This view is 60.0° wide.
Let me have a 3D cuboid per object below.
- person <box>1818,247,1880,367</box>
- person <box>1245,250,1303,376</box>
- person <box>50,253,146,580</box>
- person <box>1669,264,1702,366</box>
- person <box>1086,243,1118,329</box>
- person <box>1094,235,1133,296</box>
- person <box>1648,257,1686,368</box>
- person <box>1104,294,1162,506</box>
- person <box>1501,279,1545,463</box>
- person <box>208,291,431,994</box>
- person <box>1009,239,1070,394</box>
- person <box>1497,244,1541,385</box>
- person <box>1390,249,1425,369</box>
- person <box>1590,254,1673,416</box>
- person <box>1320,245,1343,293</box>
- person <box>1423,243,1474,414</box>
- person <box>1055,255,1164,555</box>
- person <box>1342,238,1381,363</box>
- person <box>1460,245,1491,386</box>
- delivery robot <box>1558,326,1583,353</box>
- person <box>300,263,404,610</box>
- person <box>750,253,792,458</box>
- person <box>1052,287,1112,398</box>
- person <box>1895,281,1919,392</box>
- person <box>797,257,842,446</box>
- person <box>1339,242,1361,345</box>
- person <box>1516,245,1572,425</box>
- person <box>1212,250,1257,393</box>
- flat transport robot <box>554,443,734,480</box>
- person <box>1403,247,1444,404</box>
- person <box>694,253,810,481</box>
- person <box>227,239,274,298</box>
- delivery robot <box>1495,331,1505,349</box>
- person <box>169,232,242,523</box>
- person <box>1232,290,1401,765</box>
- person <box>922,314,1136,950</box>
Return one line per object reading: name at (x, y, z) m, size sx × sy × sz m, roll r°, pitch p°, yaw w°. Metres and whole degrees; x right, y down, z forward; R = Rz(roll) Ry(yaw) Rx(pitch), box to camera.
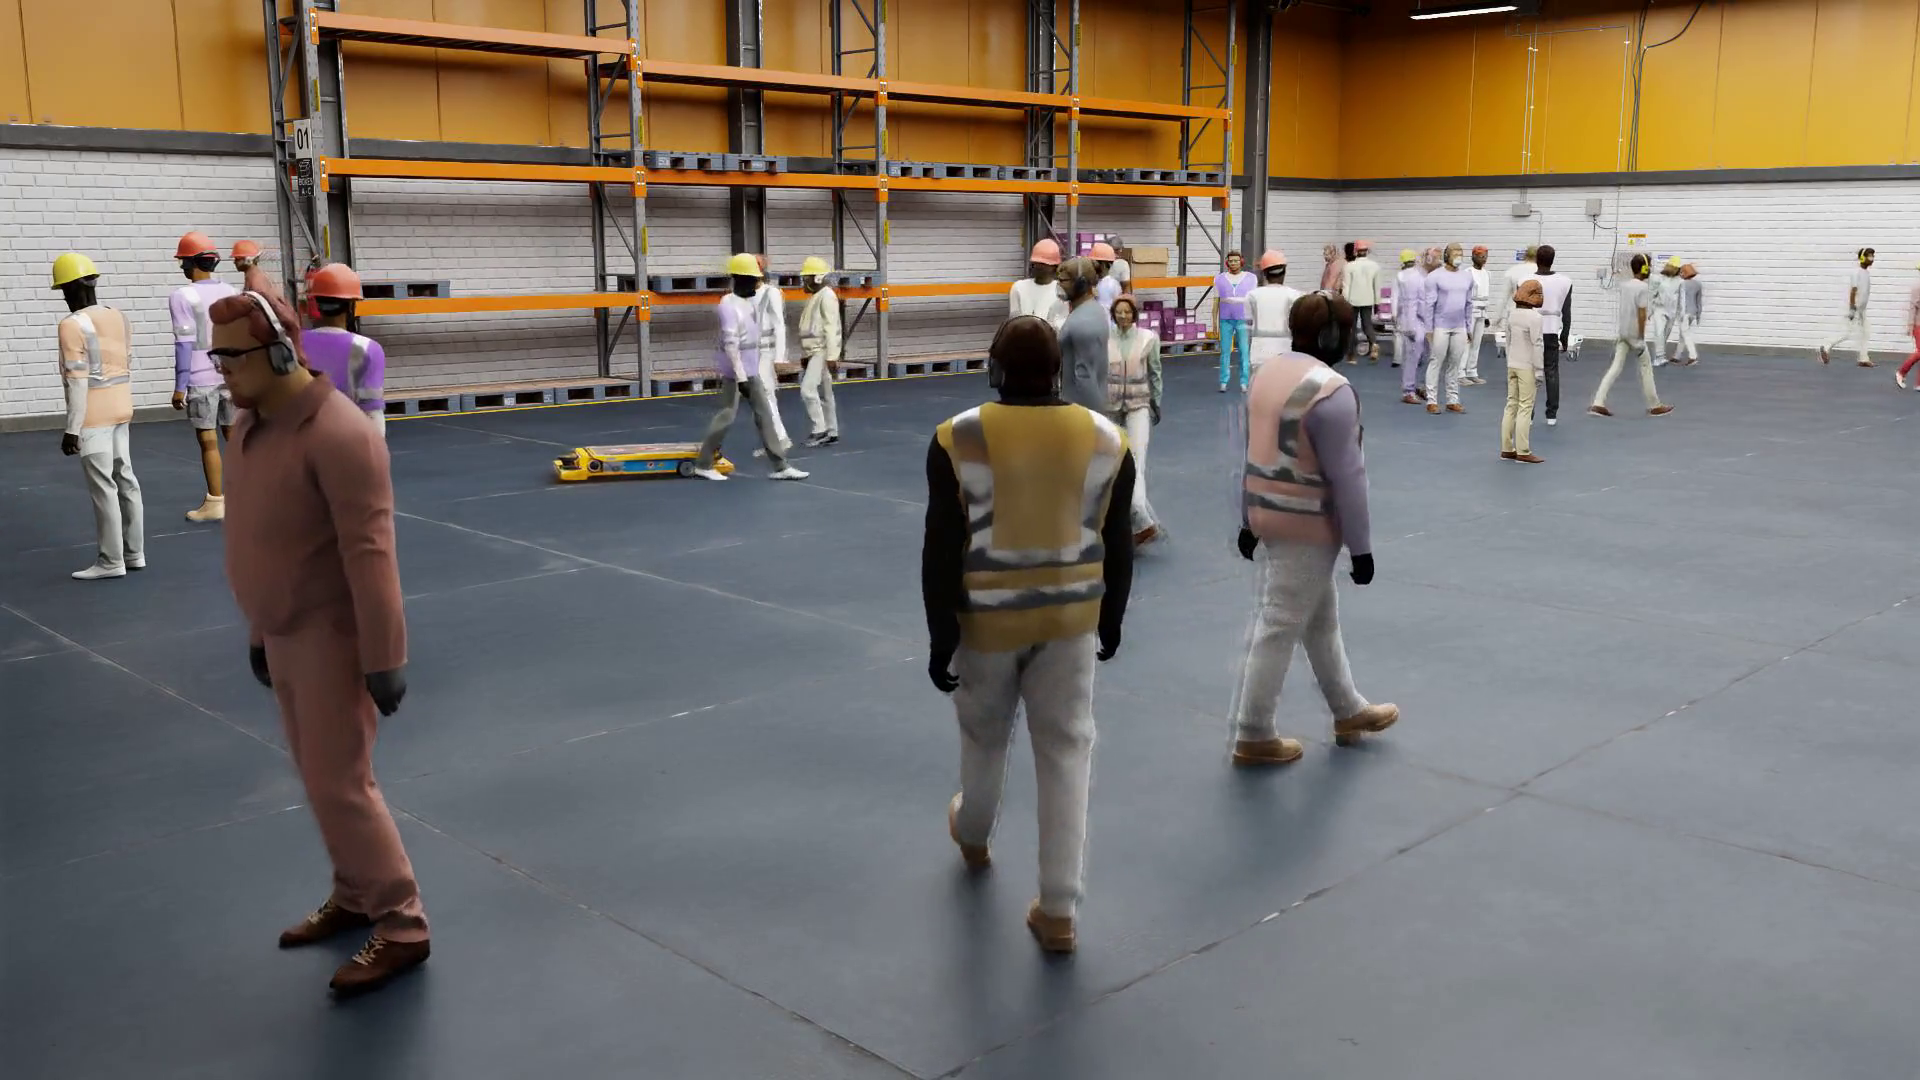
person at (13.816, -3.593, 25.696) m, size 0.521 × 1.847 × 0.804 m, roll -9°, pitch 14°, yaw -42°
person at (2.779, -1.588, 14.605) m, size 0.556 × 1.883 × 0.887 m, roll 5°, pitch 11°, yaw 23°
person at (-5.103, -0.722, 9.816) m, size 0.381 × 1.917 × 0.586 m, roll 1°, pitch 10°, yaw 4°
person at (11.357, -3.521, 25.984) m, size 0.488 × 1.589 × 0.839 m, roll -4°, pitch 11°, yaw -19°
person at (1.447, -2.061, 17.052) m, size 0.349 × 1.942 × 0.545 m, roll 1°, pitch 10°, yaw 7°
person at (2.318, -3.625, 25.312) m, size 0.685 × 2.000 × 0.692 m, roll -8°, pitch 13°, yaw -38°
person at (10.849, -3.485, 25.491) m, size 0.499 × 1.681 × 0.926 m, roll 1°, pitch 10°, yaw 6°
person at (1.141, -0.911, 11.677) m, size 0.550 × 1.600 × 0.805 m, roll 1°, pitch 10°, yaw 6°
person at (5.052, -1.505, 14.864) m, size 0.279 × 1.633 × 0.501 m, roll -3°, pitch 11°, yaw -14°
person at (-1.771, 0.265, 4.551) m, size 0.424 × 1.883 × 0.673 m, roll -10°, pitch 14°, yaw -43°
person at (0.725, -1.536, 14.070) m, size 0.624 × 2.000 × 0.898 m, roll 7°, pitch 12°, yaw 33°
person at (7.462, -2.949, 21.973) m, size 0.668 × 1.912 × 0.502 m, roll 4°, pitch 11°, yaw 19°
person at (6.764, -3.469, 25.067) m, size 0.603 × 1.816 × 0.675 m, roll -2°, pitch 11°, yaw -11°
person at (7.525, -2.274, 18.565) m, size 0.998 × 1.817 × 0.557 m, roll -3°, pitch 11°, yaw -16°
person at (6.563, -4.292, 29.478) m, size 0.962 × 1.849 × 0.632 m, roll 0°, pitch 10°, yaw 0°
person at (5.559, -2.381, 18.838) m, size 0.678 × 1.932 × 0.485 m, roll -3°, pitch 11°, yaw -17°
person at (0.797, -0.809, 10.334) m, size 0.974 × 1.908 × 0.628 m, roll 2°, pitch 11°, yaw 10°
person at (6.323, -3.747, 26.168) m, size 0.626 × 1.976 × 0.676 m, roll -2°, pitch 11°, yaw -10°
person at (6.962, -3.030, 22.510) m, size 0.579 × 1.877 × 0.342 m, roll -8°, pitch 13°, yaw -35°
delivery robot at (9.679, -3.220, 26.904) m, size 0.707 × 0.478 × 0.477 m, roll 9°, pitch 13°, yaw 39°
person at (-3.117, -0.433, 8.354) m, size 0.547 × 1.888 × 0.981 m, roll 0°, pitch 10°, yaw -2°
person at (-1.784, -1.659, 15.076) m, size 0.440 × 1.860 × 0.605 m, roll -6°, pitch 12°, yaw -31°
person at (0.951, -1.162, 12.984) m, size 0.515 × 1.636 × 0.315 m, roll 3°, pitch 11°, yaw 18°
person at (12.453, -2.771, 21.448) m, size 0.526 × 1.757 × 0.404 m, roll -4°, pitch 11°, yaw -22°
person at (-1.393, -1.787, 15.907) m, size 0.552 × 1.811 × 0.622 m, roll -4°, pitch 11°, yaw -19°
person at (6.763, -4.336, 29.558) m, size 1.005 × 1.920 × 0.664 m, roll 1°, pitch 10°, yaw 5°
person at (6.224, -2.184, 17.791) m, size 0.597 × 1.916 × 0.371 m, roll 1°, pitch 10°, yaw 3°
person at (3.539, -2.812, 21.448) m, size 0.568 × 1.839 × 0.385 m, roll 2°, pitch 11°, yaw 13°
flat transport robot at (-2.678, -0.676, 14.061) m, size 1.431 × 0.197 × 0.652 m, roll -3°, pitch 11°, yaw -18°
person at (5.573, -2.564, 19.959) m, size 0.653 × 1.883 × 0.465 m, roll -5°, pitch 12°, yaw -25°
person at (-1.772, -1.399, 13.650) m, size 0.964 × 1.882 × 0.592 m, roll 4°, pitch 11°, yaw 20°
person at (-7.092, -2.029, 16.763) m, size 0.431 × 1.978 × 0.654 m, roll -5°, pitch 12°, yaw -26°
delivery robot at (9.219, -3.323, 27.465) m, size 0.477 × 0.478 × 0.707 m, roll -10°, pitch 14°, yaw -43°
person at (-5.322, -1.143, 11.766) m, size 0.377 × 2.045 × 0.605 m, roll 4°, pitch 11°, yaw 22°
person at (1.434, -0.038, 6.369) m, size 0.877 × 1.809 × 0.658 m, roll -3°, pitch 11°, yaw -14°
person at (0.193, 0.231, 4.963) m, size 0.656 × 1.787 × 0.967 m, roll -2°, pitch 11°, yaw -10°
